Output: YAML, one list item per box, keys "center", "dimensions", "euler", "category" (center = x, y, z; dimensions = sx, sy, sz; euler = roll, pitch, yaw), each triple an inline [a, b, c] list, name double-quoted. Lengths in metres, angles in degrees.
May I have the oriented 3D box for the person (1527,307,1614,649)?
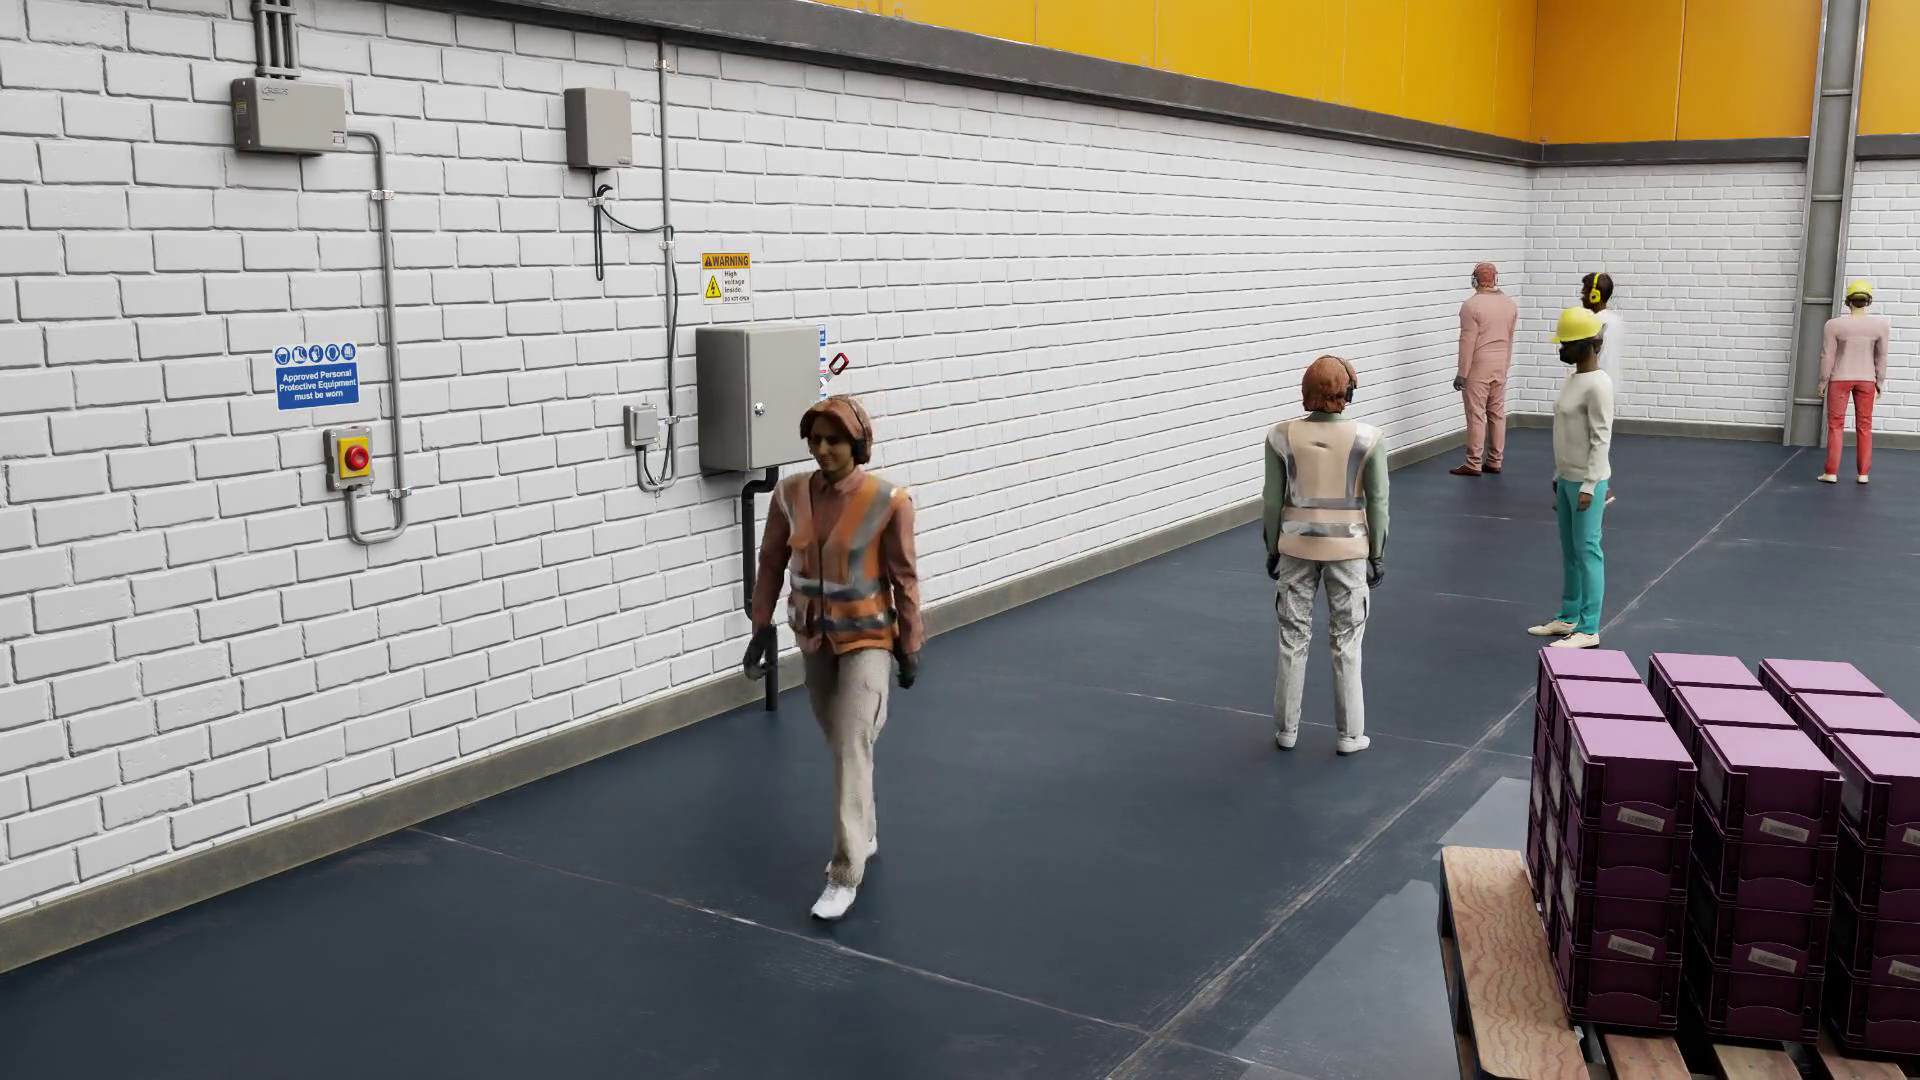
- center: [3.170, -0.312, 8.579]
  dimensions: [0.327, 1.760, 0.523]
  euler: [0, 10, 2]
  category: "person"

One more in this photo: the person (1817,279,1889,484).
- center: [7.697, -1.360, 14.372]
  dimensions: [0.533, 1.765, 0.330]
  euler: [2, 10, 12]
  category: "person"

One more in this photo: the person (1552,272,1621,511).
- center: [4.783, -1.098, 12.649]
  dimensions: [0.551, 1.860, 0.496]
  euler: [-9, 14, -41]
  category: "person"

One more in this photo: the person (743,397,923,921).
- center: [-0.426, 0.363, 5.268]
  dimensions: [0.536, 1.610, 0.768]
  euler: [6, 12, 29]
  category: "person"

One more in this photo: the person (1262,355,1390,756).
- center: [1.484, 0.071, 6.789]
  dimensions: [0.511, 1.641, 0.308]
  euler: [4, 11, 21]
  category: "person"

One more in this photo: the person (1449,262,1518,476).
- center: [4.657, -1.521, 14.878]
  dimensions: [0.643, 1.905, 0.400]
  euler: [-6, 12, -30]
  category: "person"
